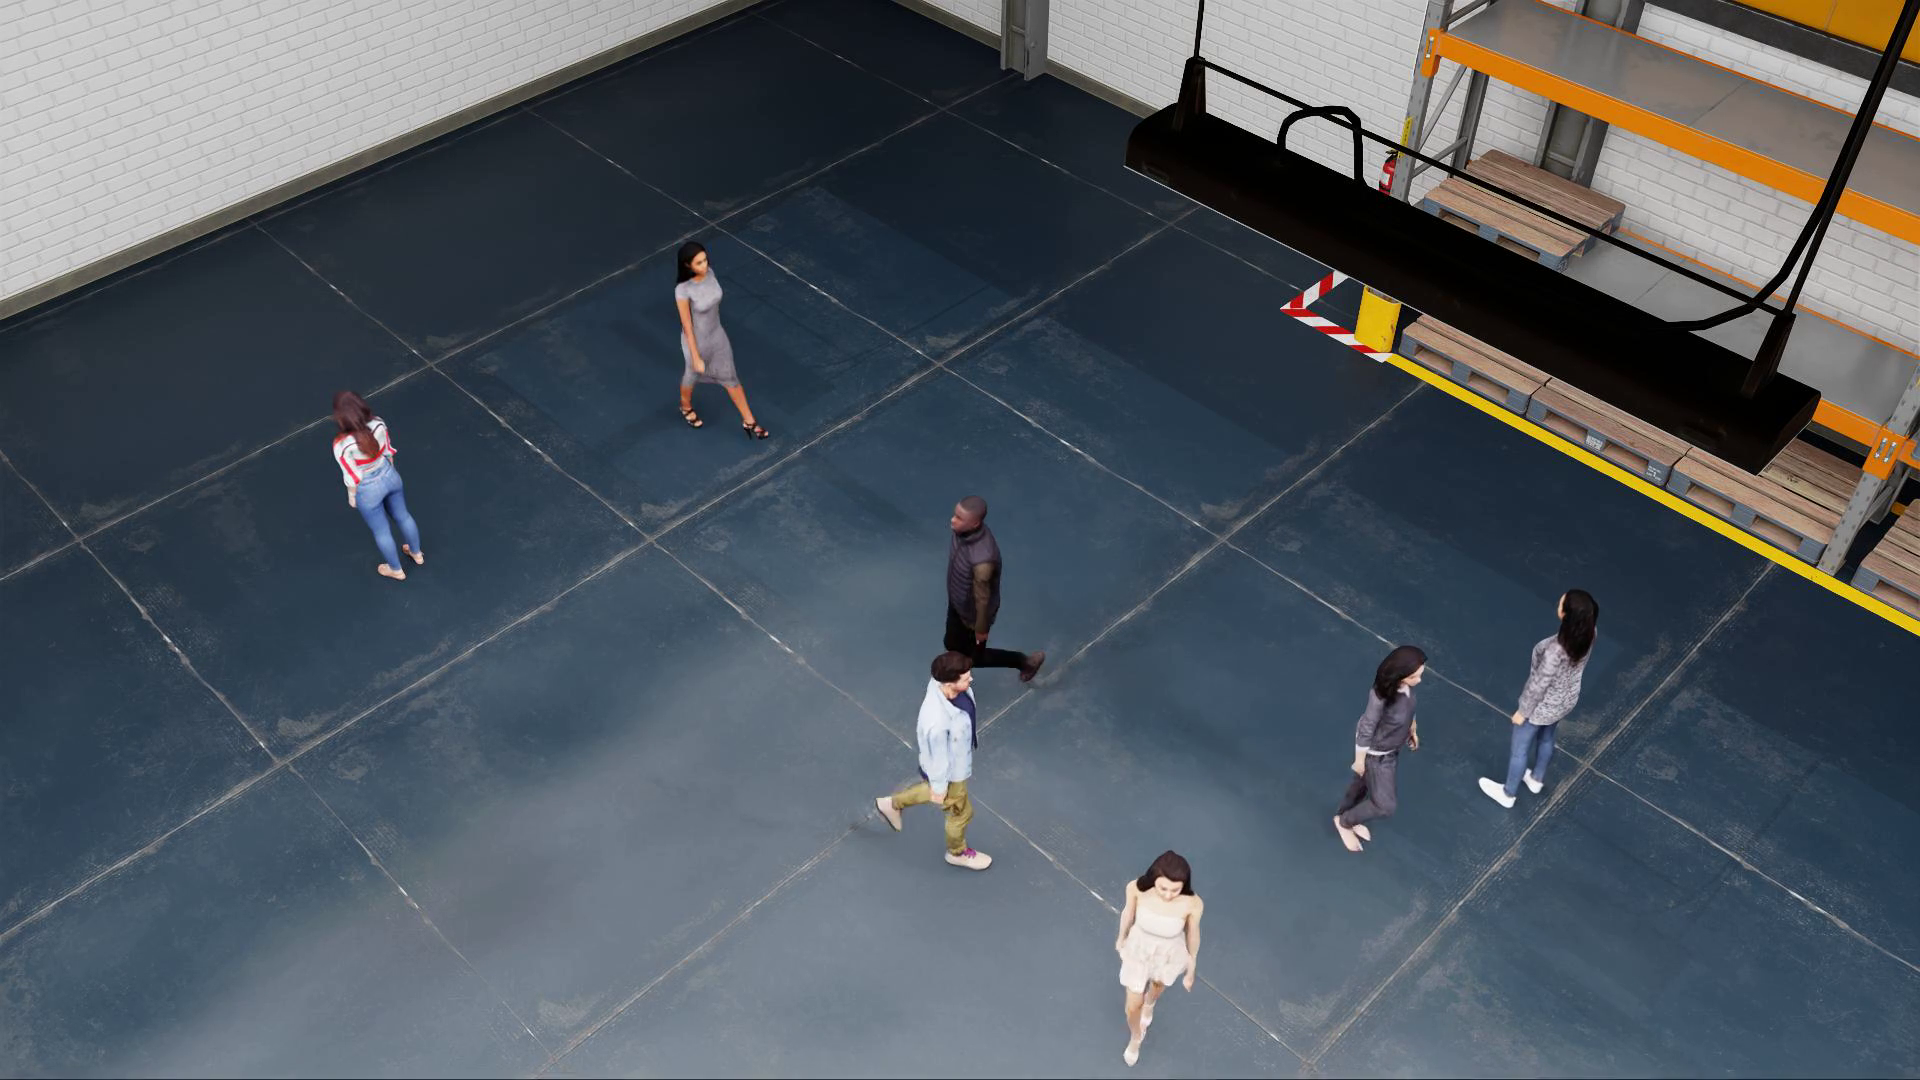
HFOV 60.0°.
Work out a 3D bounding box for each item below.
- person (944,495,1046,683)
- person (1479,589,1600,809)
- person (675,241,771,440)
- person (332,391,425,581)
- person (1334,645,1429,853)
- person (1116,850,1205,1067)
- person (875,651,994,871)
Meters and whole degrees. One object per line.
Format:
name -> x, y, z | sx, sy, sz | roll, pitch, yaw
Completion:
person -> 0.163, 0.402, 10.589 | 1.034, 1.815, 1.086 | -13, 45, -13
person -> 3.561, 0.967, 10.057 | 0.652, 1.731, 0.583 | -26, 49, -25
person -> -2.030, -1.520, 12.658 | 1.105, 1.744, 0.732 | 25, 49, 24
person -> -4.060, -0.390, 11.567 | 0.562, 1.613, 0.622 | 26, 49, 24
person -> 2.389, 1.178, 9.823 | 0.664, 1.747, 0.664 | 24, 49, 23
person -> 1.063, 2.123, 8.854 | 0.751, 1.717, 0.807 | 11, 45, 12
person -> -0.160, 1.278, 9.689 | 1.126, 1.789, 0.996 | 9, 44, 9
